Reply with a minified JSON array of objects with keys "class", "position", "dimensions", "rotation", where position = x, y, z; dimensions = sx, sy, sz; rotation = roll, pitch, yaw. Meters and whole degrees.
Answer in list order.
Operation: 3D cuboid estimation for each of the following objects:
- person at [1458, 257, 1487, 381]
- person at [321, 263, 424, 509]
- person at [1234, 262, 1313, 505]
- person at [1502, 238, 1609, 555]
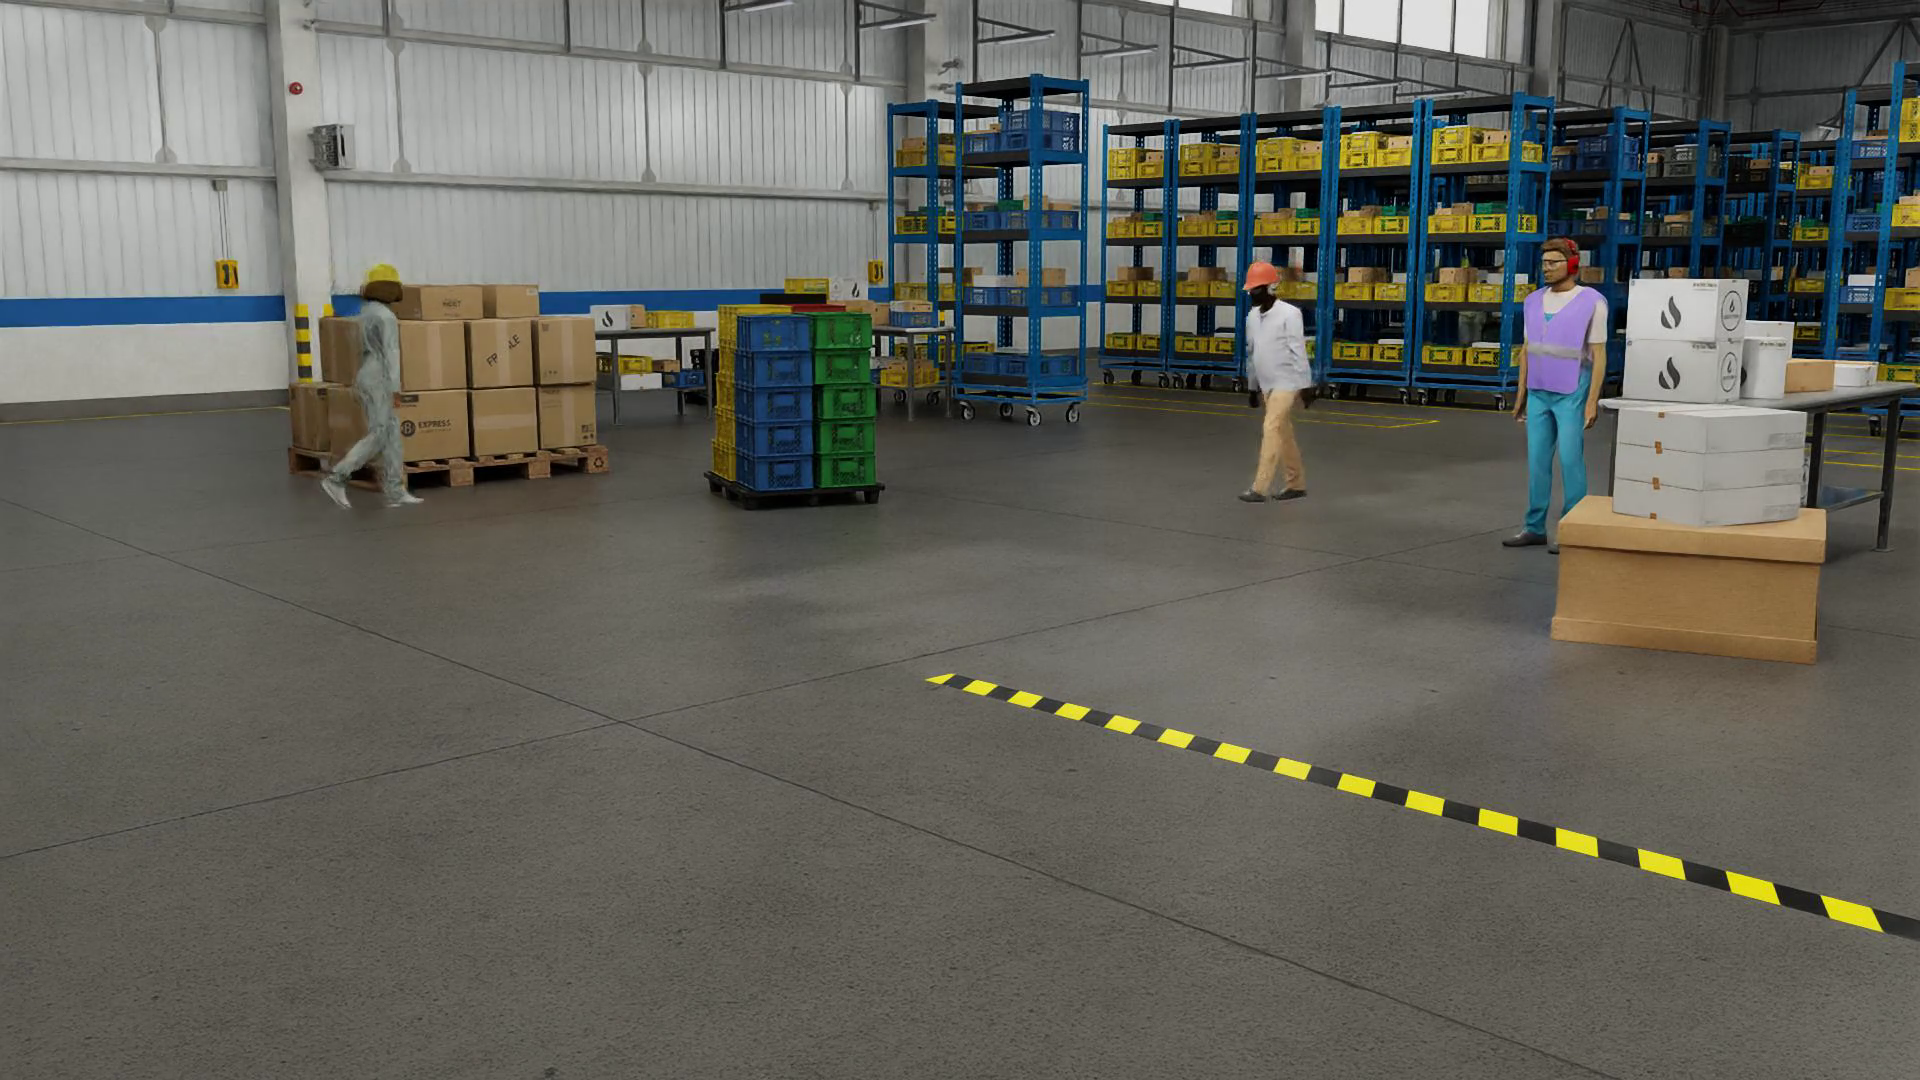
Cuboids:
[{"class":"person","position":[7.291,-3.174,23.968],"dimensions":[0.618,1.791,0.654],"rotation":[-3,10,-17]},{"class":"person","position":[-4.123,-1.059,11.531],"dimensions":[0.679,1.701,0.559],"rotation":[-8,12,-39]},{"class":"person","position":[2.181,-1.099,11.766],"dimensions":[0.769,1.700,0.582],"rotation":[-4,10,-23]},{"class":"person","position":[3.528,-0.843,9.784],"dimensions":[0.373,1.843,0.570],"rotation":[-6,11,-31]}]
